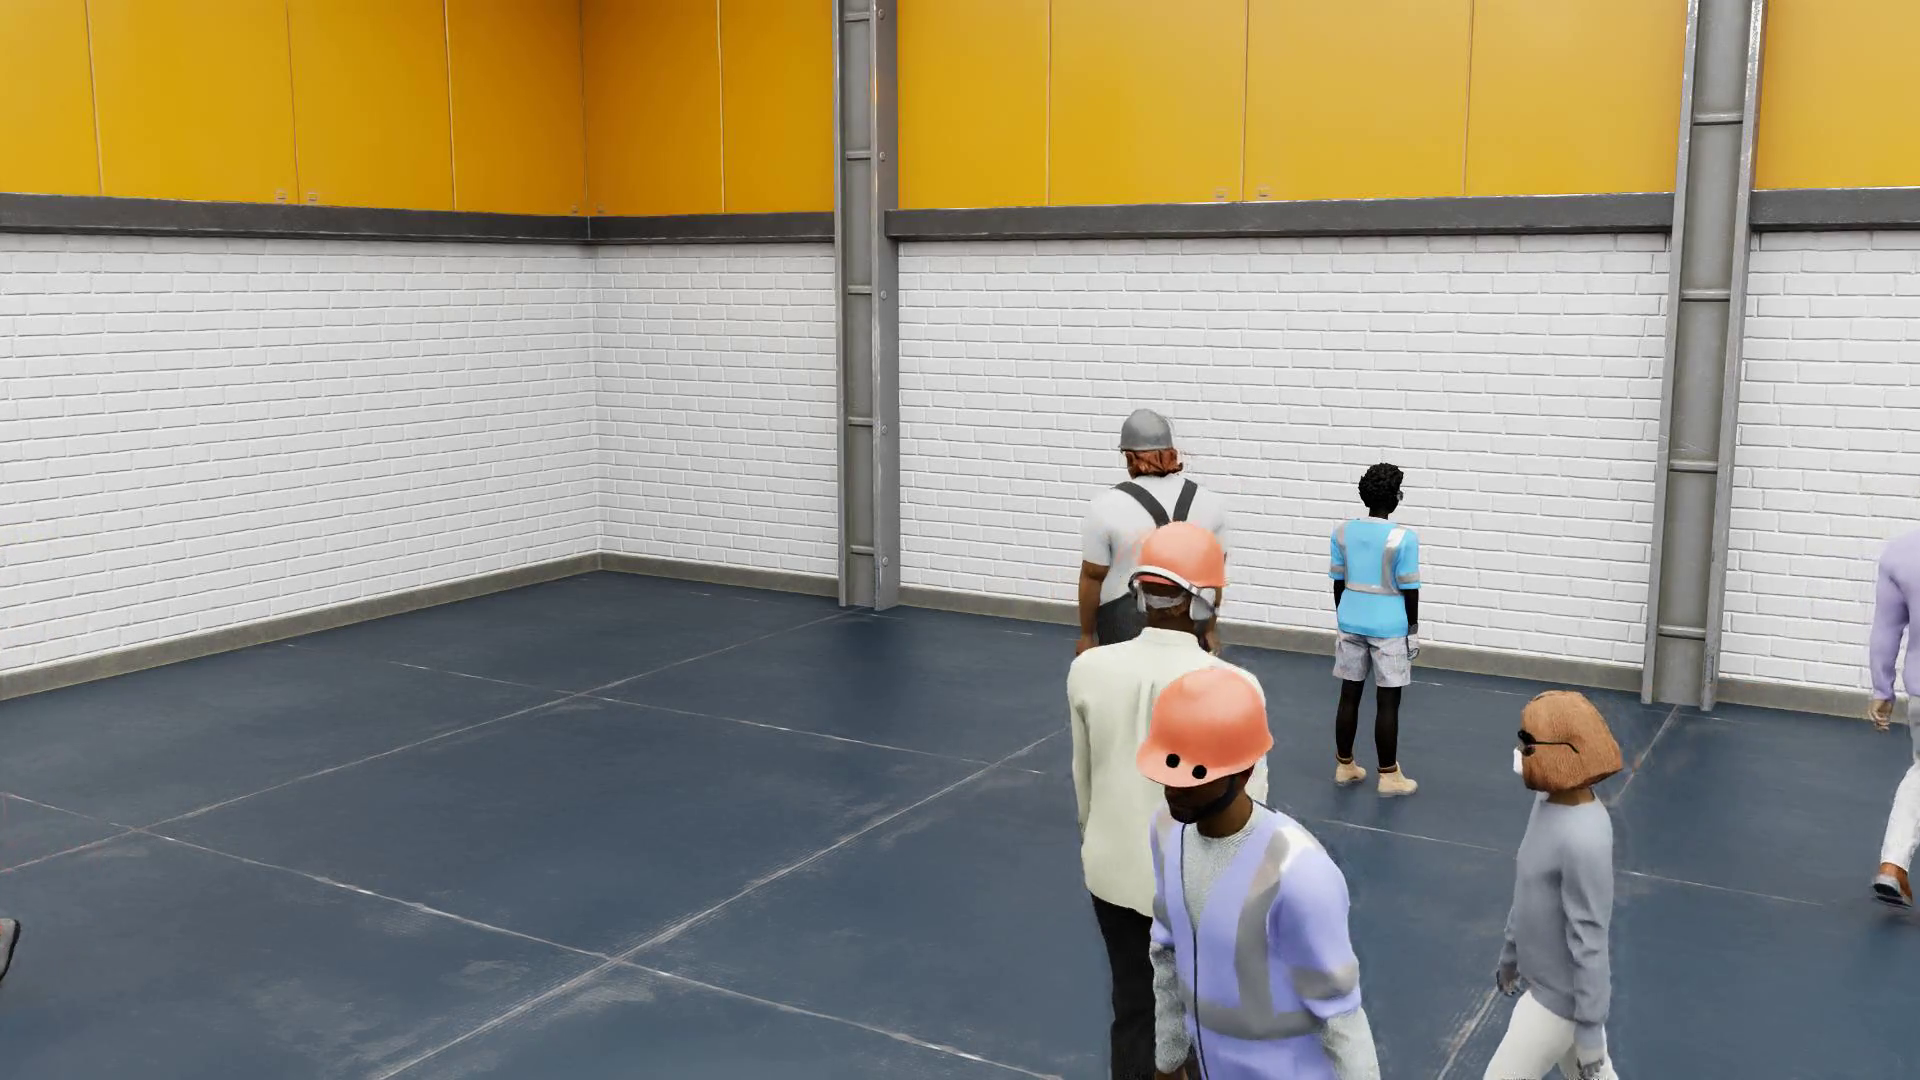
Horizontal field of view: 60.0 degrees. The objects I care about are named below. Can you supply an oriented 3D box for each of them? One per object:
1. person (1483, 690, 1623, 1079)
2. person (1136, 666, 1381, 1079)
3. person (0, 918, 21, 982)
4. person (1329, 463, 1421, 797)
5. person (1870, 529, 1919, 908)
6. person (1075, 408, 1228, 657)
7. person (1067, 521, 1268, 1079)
[{"bbox_3d":[1.574,1.167,4.347,0.865,1.588,0.518,2,9,13],"label":"person"},{"bbox_3d":[0.619,1.157,3.595,1.069,1.860,0.618,-4,10,-25],"label":"person"},{"bbox_3d":[-3.719,0.851,5.797,0.523,1.755,0.568,8,12,42],"label":"person"},{"bbox_3d":[2.116,0.453,8.464,0.319,1.697,0.532,-8,12,-40],"label":"person"},{"bbox_3d":[4.023,0.628,6.670,0.430,1.924,0.634,-6,11,-33],"label":"person"},{"bbox_3d":[0.858,0.383,7.830,0.688,2.000,0.537,-4,10,-23],"label":"person"},{"bbox_3d":[0.573,0.932,4.627,0.616,1.971,0.475,5,10,28],"label":"person"}]
